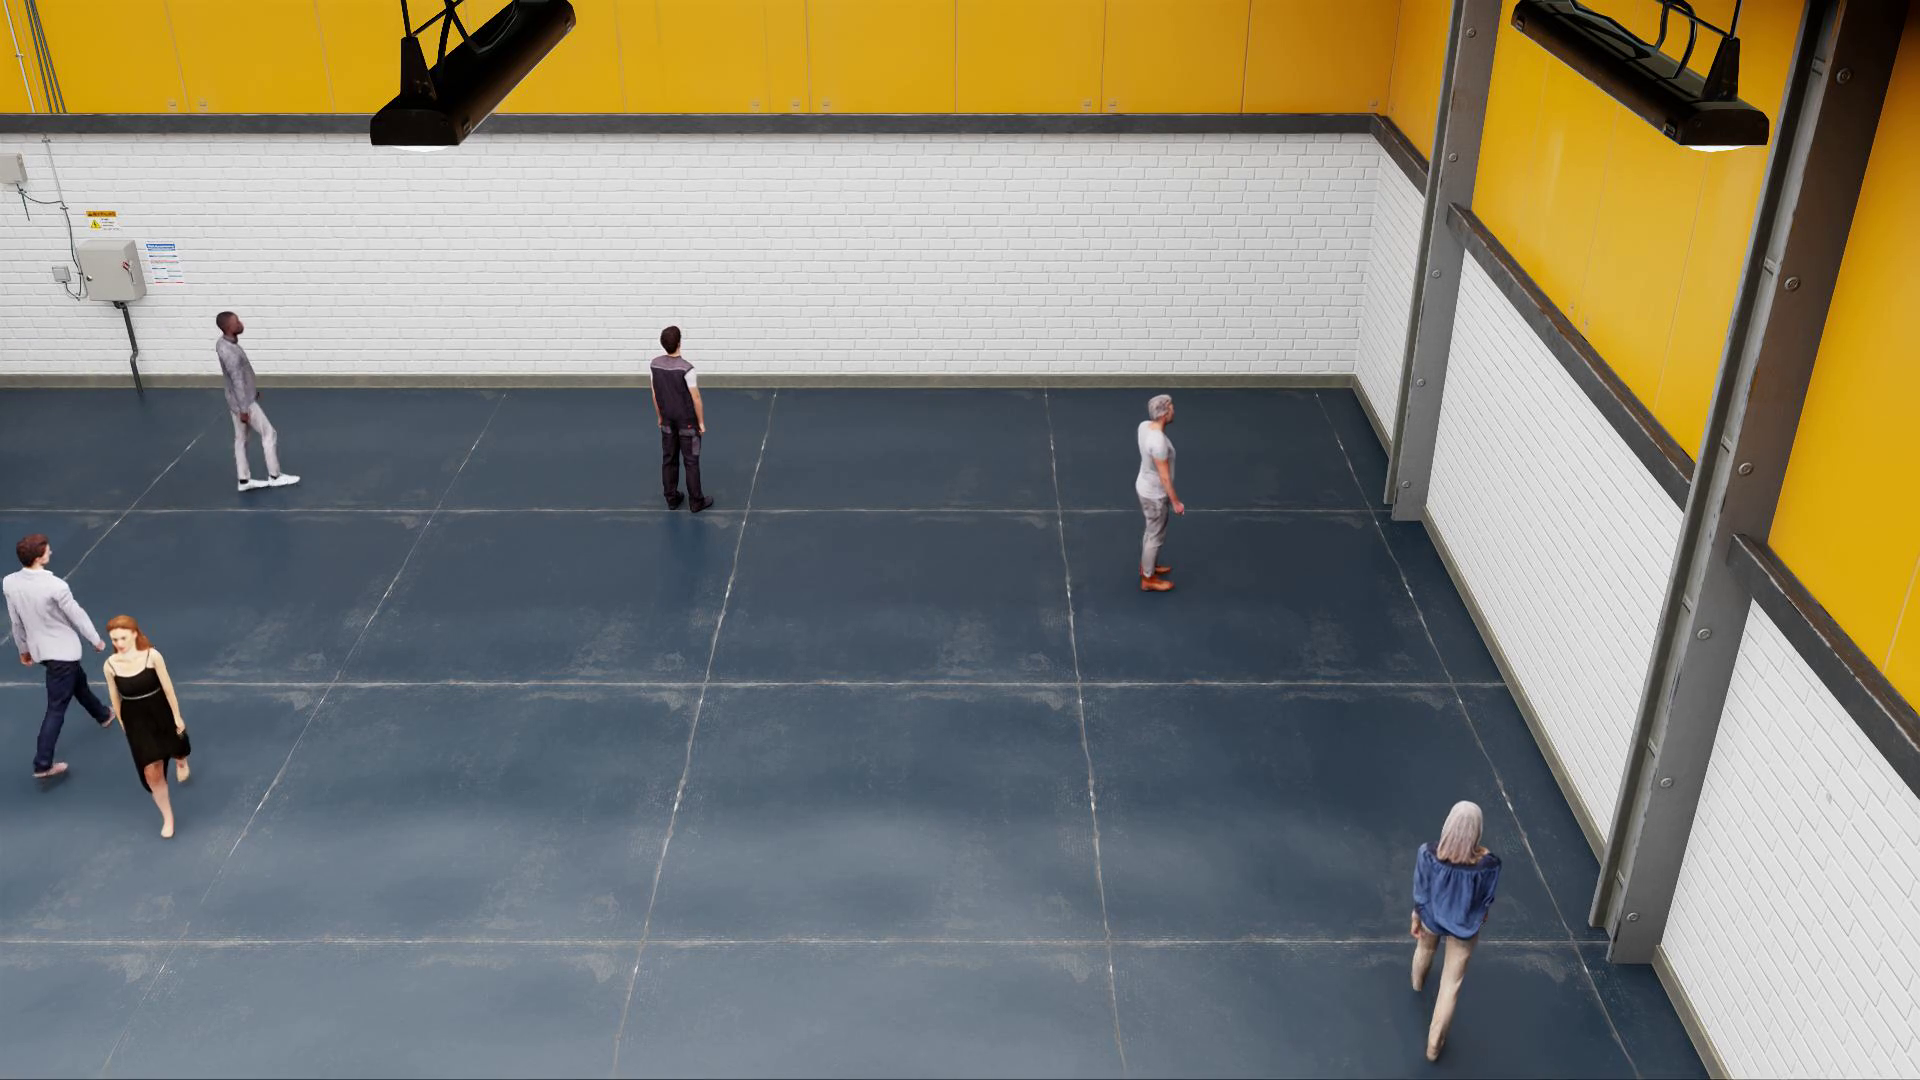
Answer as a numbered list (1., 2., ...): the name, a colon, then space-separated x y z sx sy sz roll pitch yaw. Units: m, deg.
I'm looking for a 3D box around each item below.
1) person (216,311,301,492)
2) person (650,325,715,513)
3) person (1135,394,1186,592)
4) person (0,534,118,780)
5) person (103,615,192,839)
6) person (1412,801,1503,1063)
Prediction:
1. person: -6.980 -1.304 15.958 0.951 1.819 0.898 -18 33 -29
2. person: -2.639 -1.134 15.615 0.719 1.849 0.689 10 30 17
3. person: 1.636 -0.393 14.282 0.795 1.823 0.613 -3 29 -6
4. person: -6.588 0.869 12.004 0.955 1.790 1.349 8 30 14
5. person: -5.616 1.206 11.587 0.823 1.597 1.095 -11 30 -19
6. person: 2.805 2.273 9.557 0.857 1.669 1.095 11 30 19
